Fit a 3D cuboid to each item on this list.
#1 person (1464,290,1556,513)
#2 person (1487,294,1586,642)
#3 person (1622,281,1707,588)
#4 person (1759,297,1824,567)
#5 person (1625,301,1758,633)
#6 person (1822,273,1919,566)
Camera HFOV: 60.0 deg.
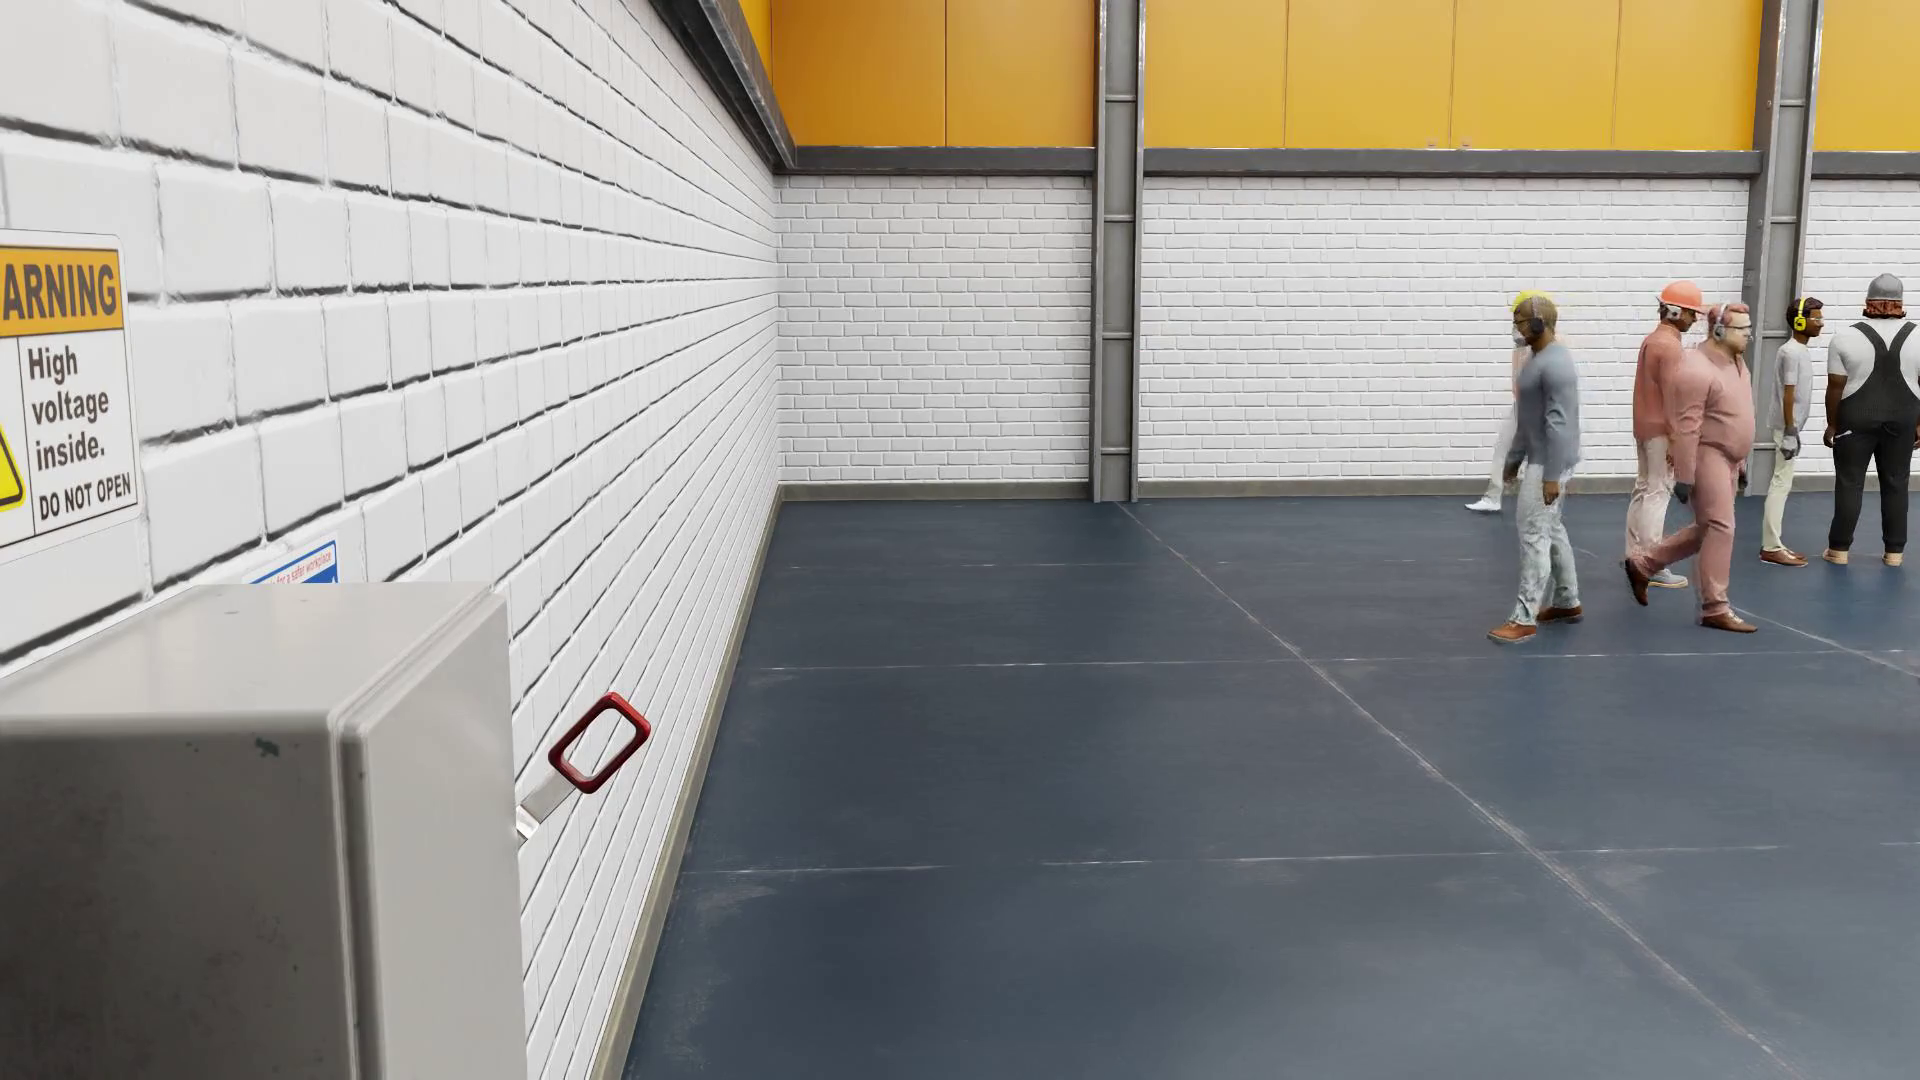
[{"bbox_3d":[4.660,-1.122,13.874,0.866,1.893,0.593,-2,9,-11],"label":"person"},{"bbox_3d":[3.285,-0.404,9.315,0.489,1.917,0.807,2,9,13],"label":"person"},{"bbox_3d":[4.605,-0.689,10.867,0.407,1.980,0.622,1,9,7],"label":"person"},{"bbox_3d":[5.842,-0.761,11.668,0.334,1.873,0.517,5,10,28],"label":"person"},{"bbox_3d":[4.267,-0.437,9.605,0.760,1.879,0.645,8,12,41],"label":"person"},{"bbox_3d":[6.387,-0.841,11.641,0.683,2.000,0.538,2,9,15],"label":"person"}]
